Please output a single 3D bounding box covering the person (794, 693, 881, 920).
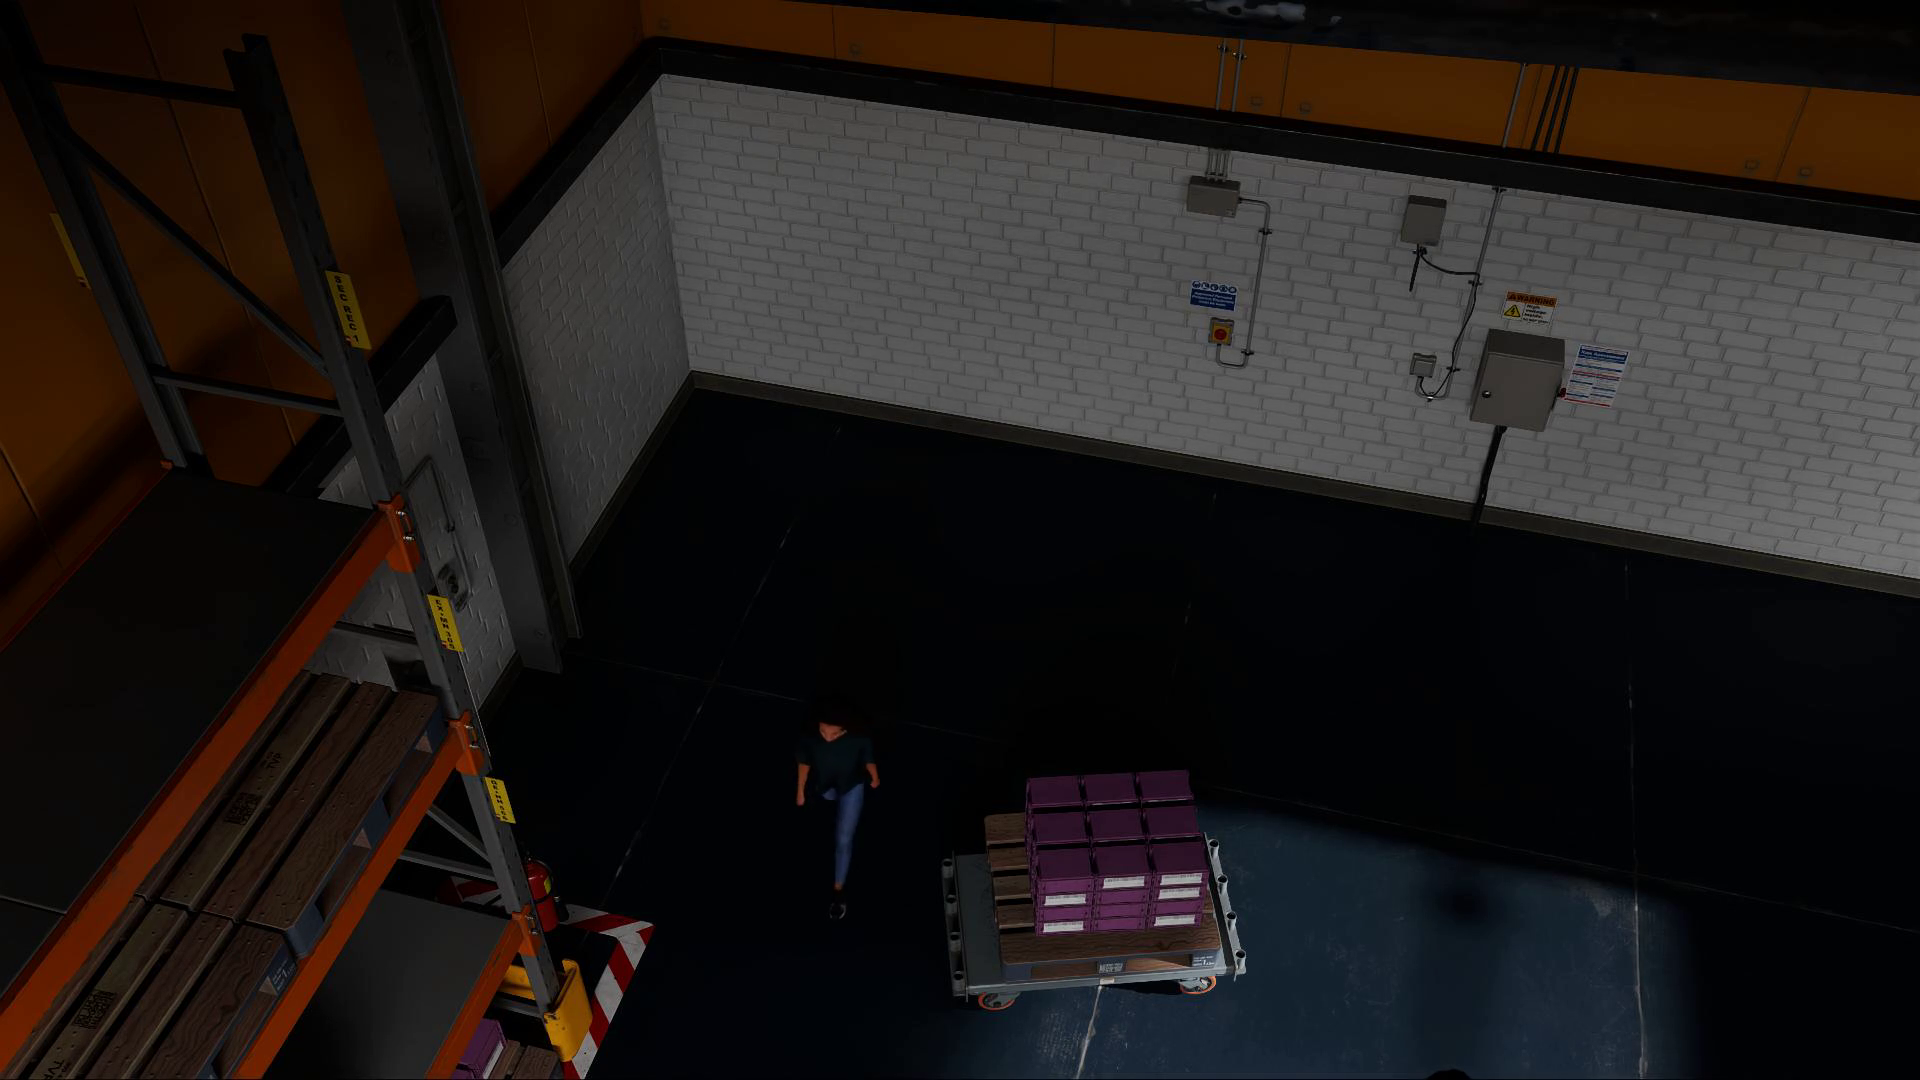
[{"bbox_3d":[-0.693,1.358,9.705,0.692,1.571,1.143,8,44,8],"label":"person"}]
